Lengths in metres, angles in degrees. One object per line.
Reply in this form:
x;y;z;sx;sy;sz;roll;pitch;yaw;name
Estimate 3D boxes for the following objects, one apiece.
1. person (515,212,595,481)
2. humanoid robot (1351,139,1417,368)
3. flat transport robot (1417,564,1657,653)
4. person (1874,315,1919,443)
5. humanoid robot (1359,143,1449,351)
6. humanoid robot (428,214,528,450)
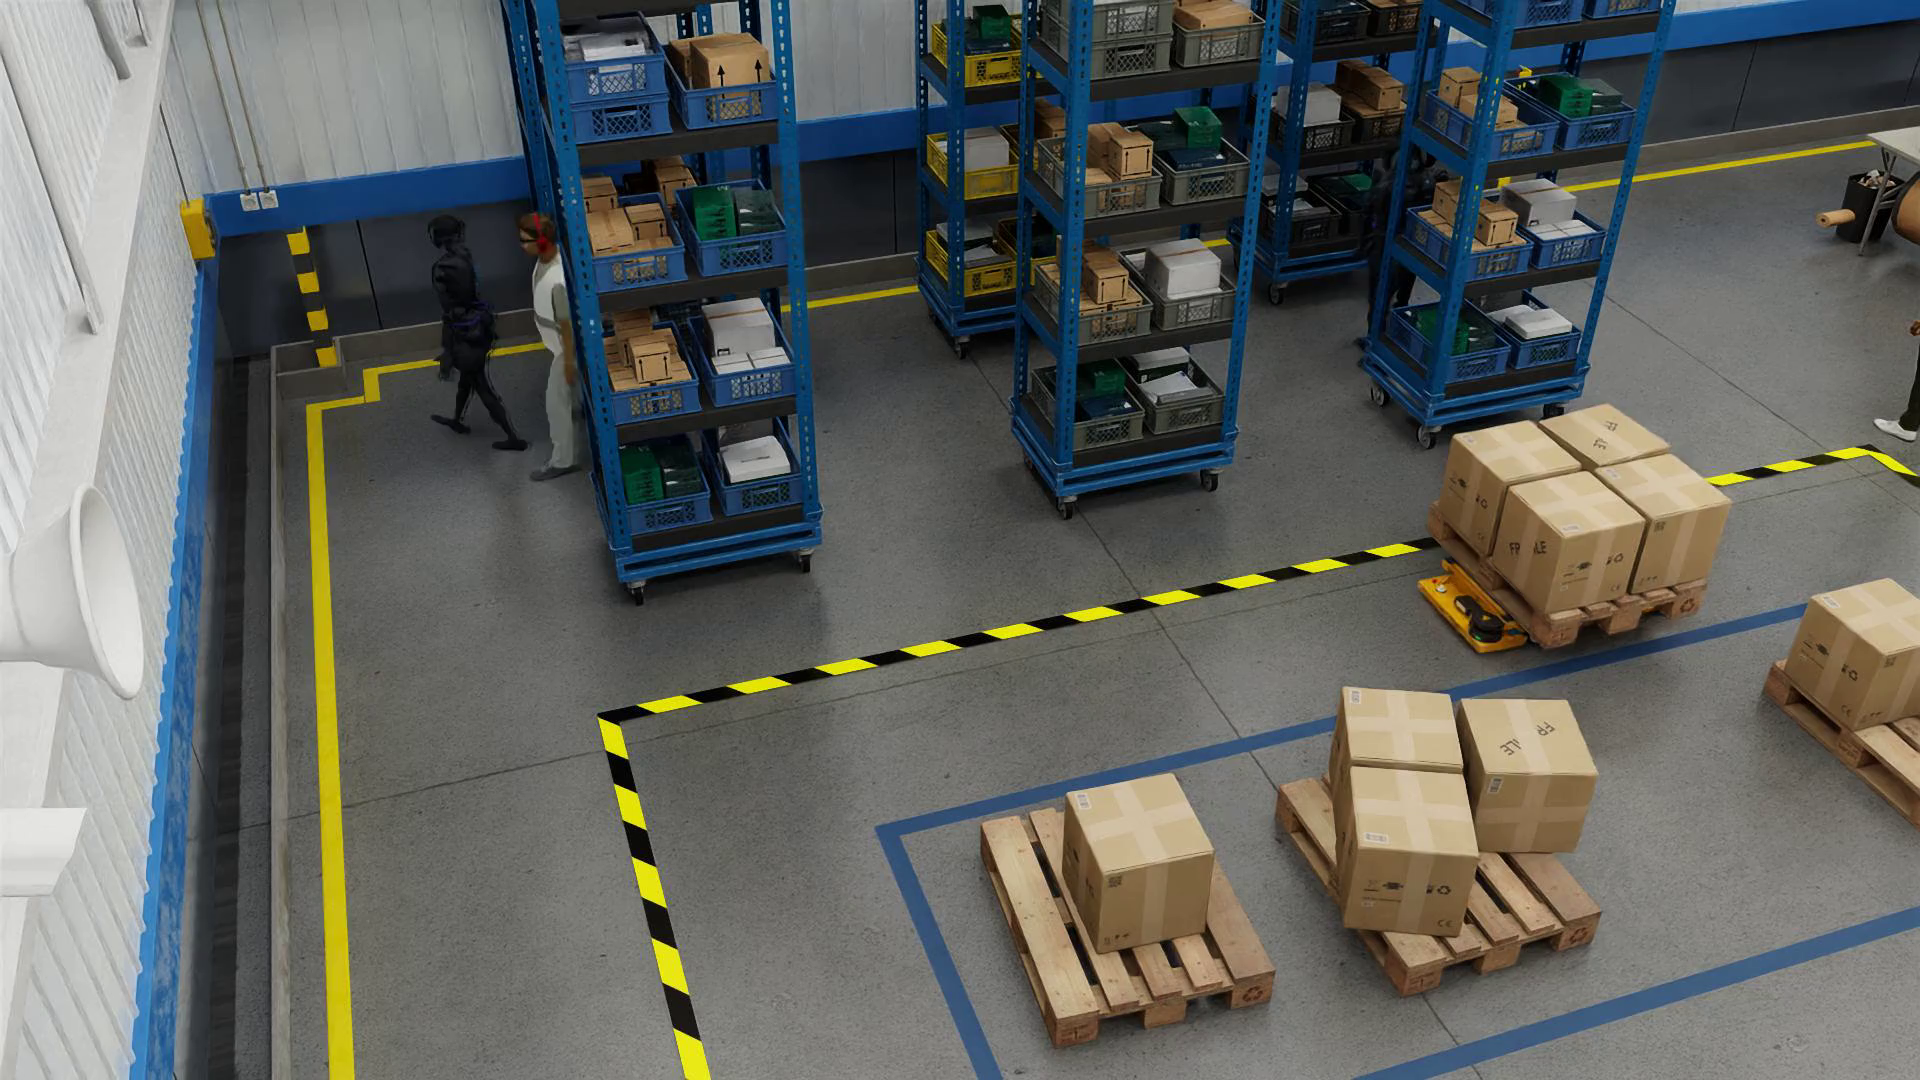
-2.416;-1.240;10.481;0.794;1.811;0.570;-12;37;-17;person
3.002;-2.032;11.714;0.498;1.645;0.603;-13;37;-18;humanoid robot
3.465;0.257;9.667;1.431;0.197;0.652;-11;37;-15;flat transport robot
6.463;-1.493;10.799;0.589;1.852;0.367;-11;37;-16;person
3.163;-2.083;11.772;0.599;1.659;0.315;-15;38;-20;humanoid robot
-3.233;-1.308;10.715;0.735;1.634;0.594;3;35;4;humanoid robot
